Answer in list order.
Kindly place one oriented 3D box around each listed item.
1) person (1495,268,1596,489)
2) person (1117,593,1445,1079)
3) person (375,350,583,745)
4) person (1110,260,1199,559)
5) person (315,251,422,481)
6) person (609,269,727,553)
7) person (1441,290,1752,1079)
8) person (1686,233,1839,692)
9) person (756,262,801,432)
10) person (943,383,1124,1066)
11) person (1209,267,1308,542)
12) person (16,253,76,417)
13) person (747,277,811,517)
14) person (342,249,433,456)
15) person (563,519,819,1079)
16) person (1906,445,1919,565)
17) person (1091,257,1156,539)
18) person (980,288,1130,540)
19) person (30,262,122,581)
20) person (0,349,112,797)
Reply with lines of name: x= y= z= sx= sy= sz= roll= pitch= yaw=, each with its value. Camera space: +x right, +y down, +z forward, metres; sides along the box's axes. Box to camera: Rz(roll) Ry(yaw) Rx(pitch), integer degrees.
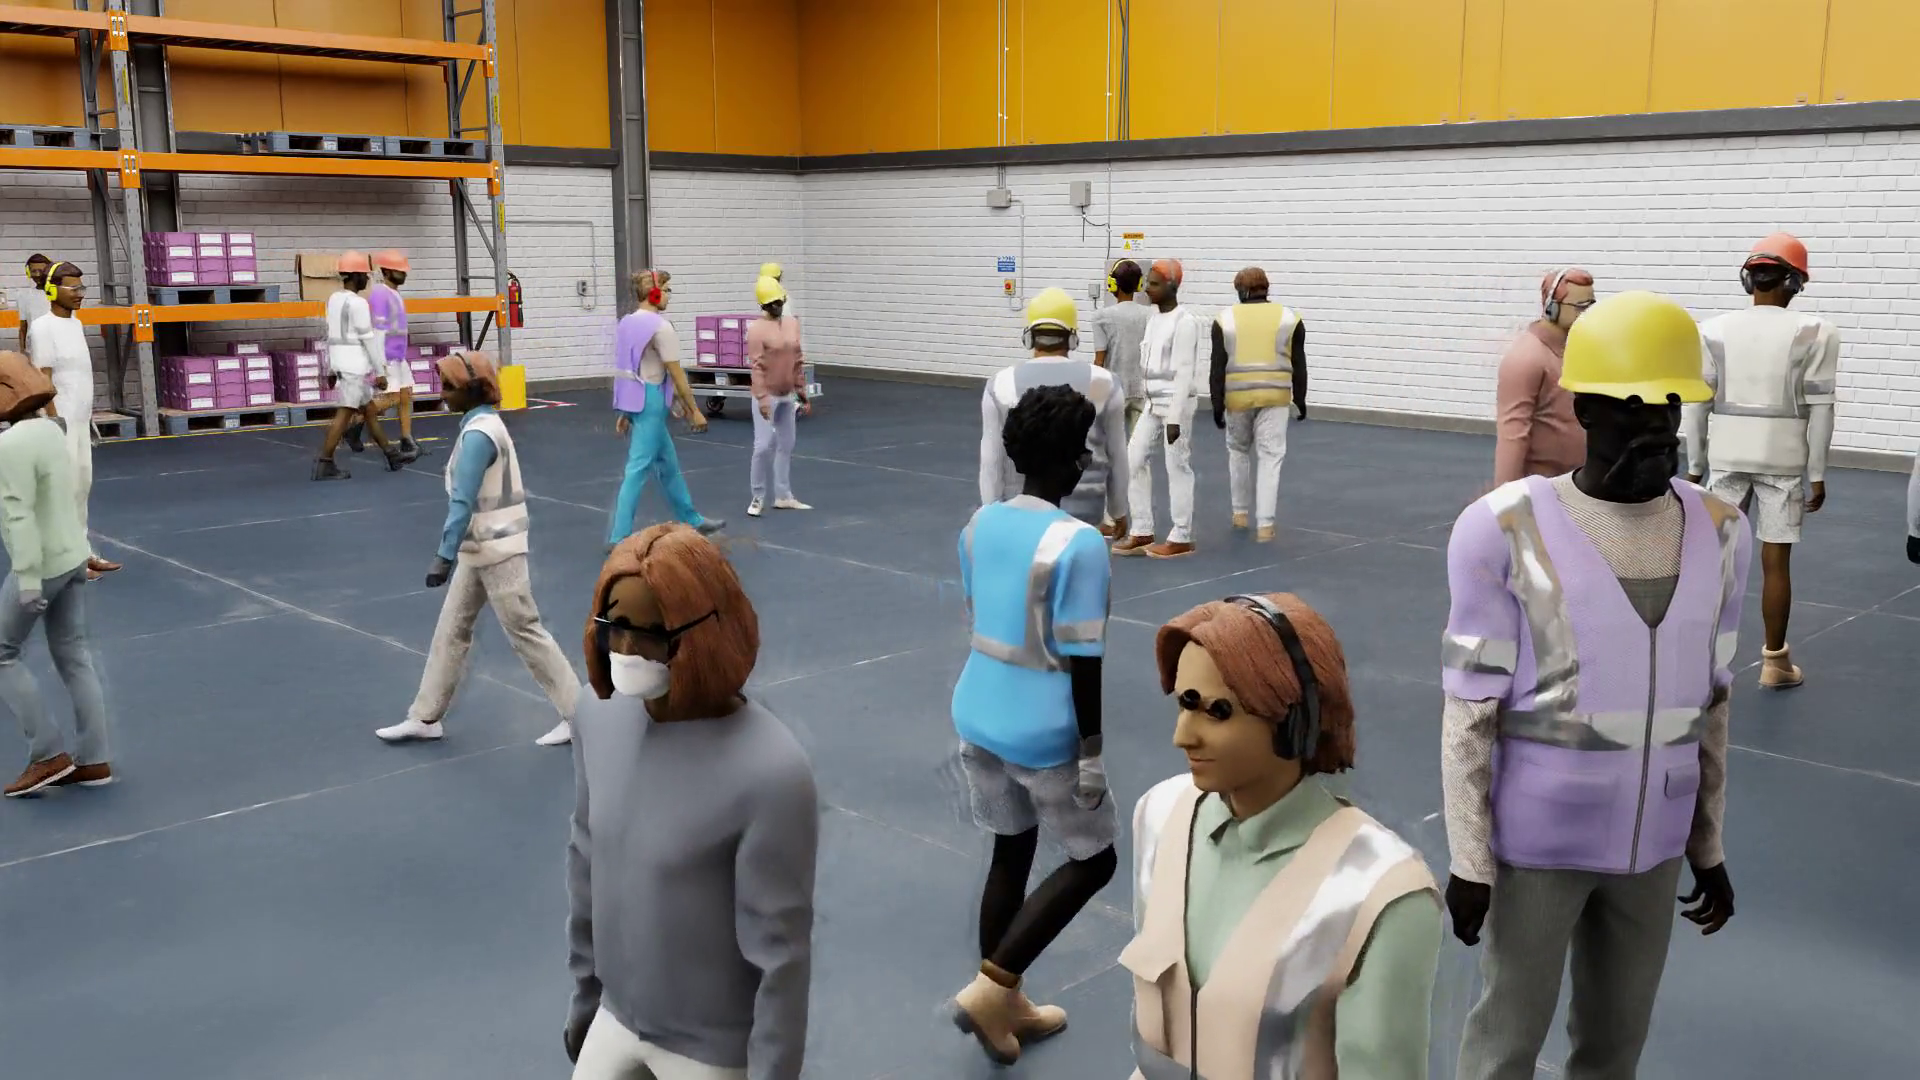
person: x=2.610 y=-0.215 z=7.154 sx=0.713 sy=1.877 sz=0.656 roll=7 pitch=12 yaw=33
person: x=0.451 y=0.842 z=2.142 sx=0.766 sy=1.610 sz=0.512 roll=-7 pitch=13 yaw=-35
person: x=-1.854 y=0.049 z=6.531 sx=0.859 sy=1.587 sz=0.498 roll=-3 pitch=11 yaw=-17
person: x=1.189 y=-0.790 z=10.319 sx=0.645 sy=1.865 sz=0.606 roll=-4 pitch=11 yaw=-21
person: x=-5.020 y=-1.457 z=13.920 sx=1.008 sy=1.878 sz=0.569 roll=-10 pitch=14 yaw=-42
person: x=-1.884 y=-0.825 z=10.684 sx=0.933 sy=1.801 sz=0.568 roll=-7 pitch=12 yaw=-32
person: x=1.144 y=0.522 z=3.008 sx=0.587 sy=1.928 sz=0.363 roll=-3 pitch=11 yaw=-14
person: x=3.574 y=-0.345 z=7.451 sx=0.609 sy=2.031 sz=0.407 roll=9 pitch=14 yaw=40
person: x=-1.877 y=-1.992 z=17.200 sx=0.457 sy=1.749 sz=0.585 roll=-7 pitch=13 yaw=-34
person: x=0.154 y=0.463 z=4.005 sx=0.414 sy=1.672 sz=0.554 roll=-7 pitch=13 yaw=-34
person: x=2.020 y=-0.931 z=11.261 sx=0.647 sy=1.798 sz=0.863 roll=2 pitch=11 yaw=11
person: x=-8.317 y=-1.679 z=15.204 sx=0.516 sy=1.860 sz=0.319 roll=-3 pitch=11 yaw=-14
person: x=-1.327 y=-1.032 z=12.049 sx=0.349 sy=1.732 sz=0.584 roll=7 pitch=13 yaw=34
person: x=-5.257 y=-1.691 z=15.151 sx=0.696 sy=1.913 sz=0.553 roll=0 pitch=10 yaw=0
person: x=-0.435 y=0.766 z=2.504 sx=0.516 sy=1.615 sz=0.341 roll=8 pitch=13 yaw=38
person: x=4.028 y=-0.041 z=6.440 sx=0.650 sy=1.789 sz=0.944 roll=5 pitch=11 yaw=24
person: x=1.093 y=-0.941 z=11.130 sx=0.514 sy=1.876 sz=0.328 roll=-3 pitch=11 yaw=-18
person: x=0.403 y=-0.137 z=6.945 sx=0.608 sy=1.805 sz=0.767 roll=1 pitch=10 yaw=7
person: x=-5.235 y=-0.696 z=9.819 sx=0.313 sy=1.866 sz=0.539 roll=-1 pitch=10 yaw=-5
person: x=-3.360 y=0.122 z=6.022 sx=0.473 sy=1.611 sz=0.538 roll=-1 pitch=10 yaw=-8
